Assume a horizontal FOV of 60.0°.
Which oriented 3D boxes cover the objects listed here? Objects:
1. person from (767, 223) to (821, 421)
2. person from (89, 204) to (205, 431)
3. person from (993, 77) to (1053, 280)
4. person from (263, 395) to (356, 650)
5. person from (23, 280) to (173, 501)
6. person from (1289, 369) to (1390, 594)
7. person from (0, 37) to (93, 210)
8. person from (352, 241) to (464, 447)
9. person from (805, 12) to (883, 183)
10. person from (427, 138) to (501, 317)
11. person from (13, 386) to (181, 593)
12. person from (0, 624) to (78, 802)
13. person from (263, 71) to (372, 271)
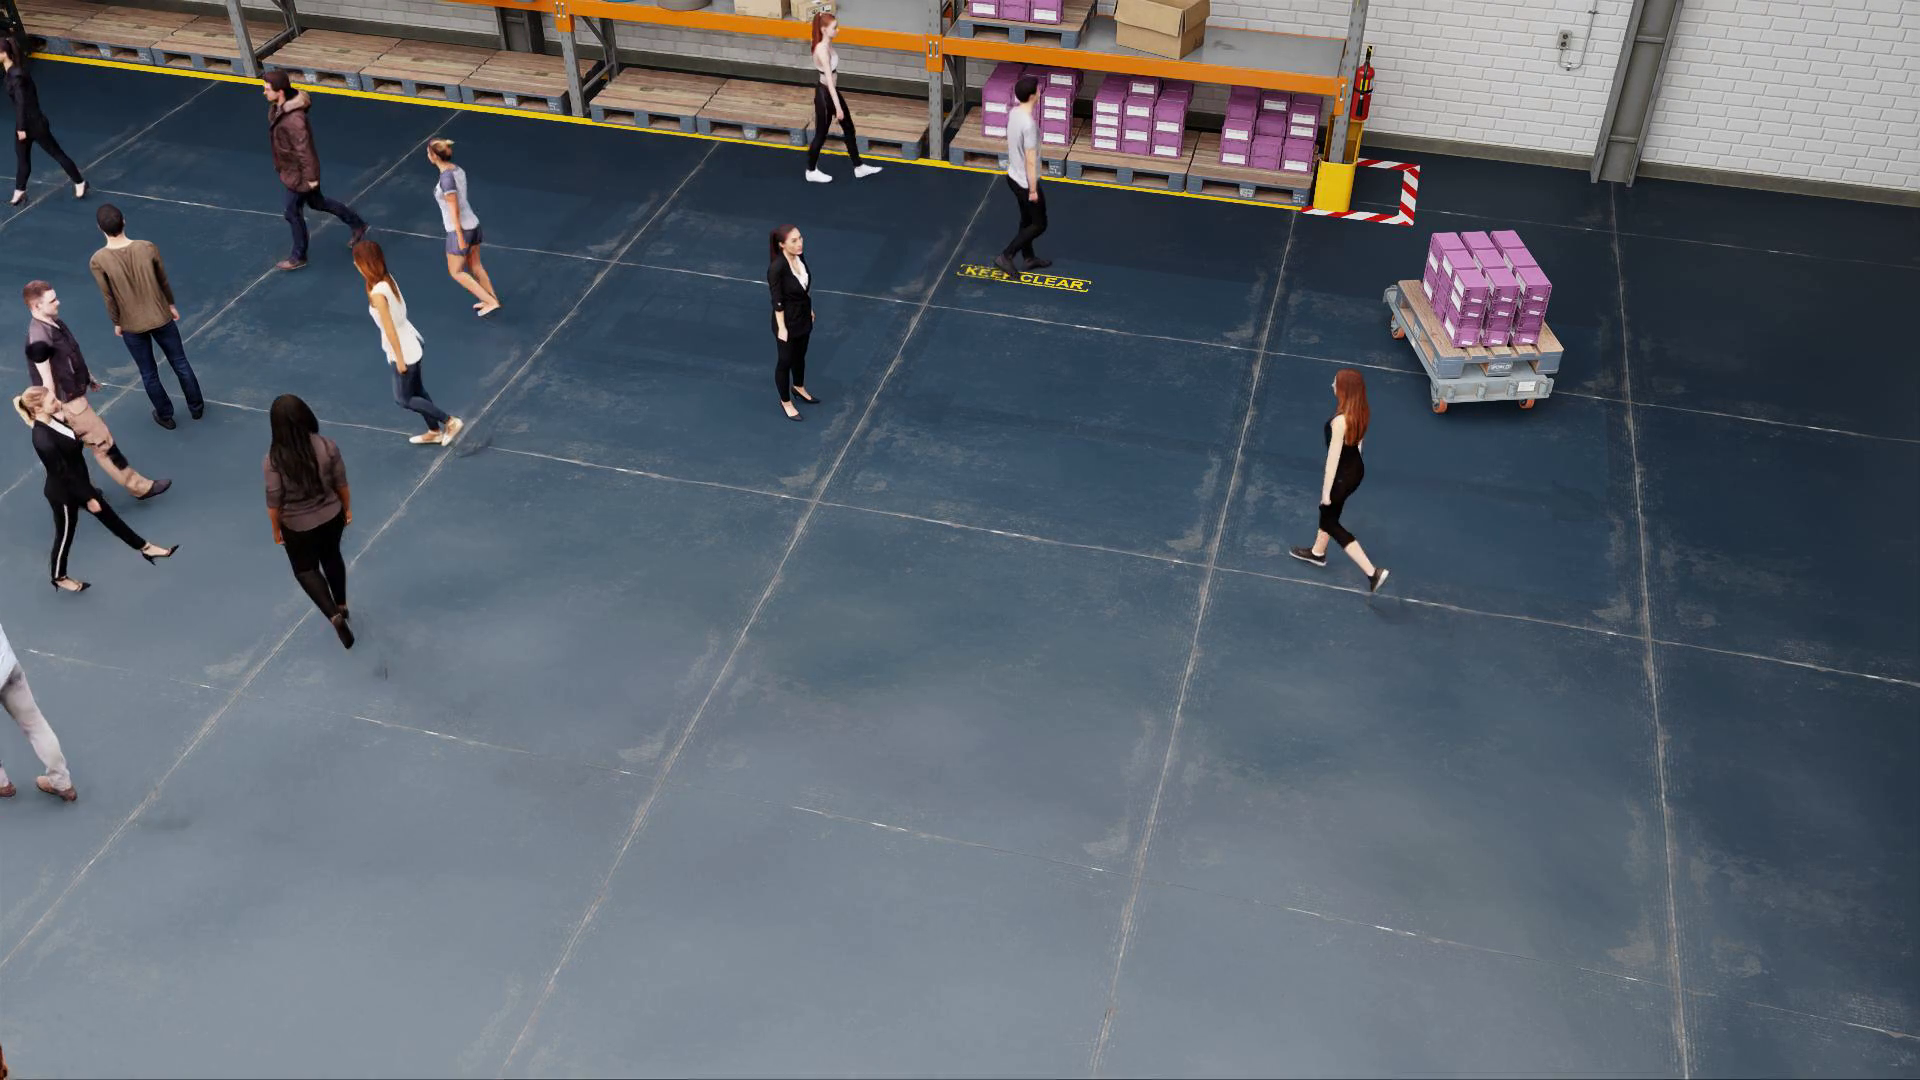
[{"bbox_3d":[-1.320,-1.731,13.035,0.617,1.662,0.646,18,42,21],"label":"person"},{"bbox_3d":[-6.294,-1.719,12.839,0.736,1.887,0.767,-26,45,-28],"label":"person"},{"bbox_3d":[0.524,-3.159,14.668,1.004,1.855,0.925,-9,40,-11],"label":"person"},{"bbox_3d":[-4.159,-0.058,10.821,1.007,1.810,1.096,-29,47,-31],"label":"person"},{"bbox_3d":[-6.572,-1.014,12.024,1.190,1.802,1.038,-9,40,-11],"label":"person"},{"bbox_3d":[2.676,-0.370,11.303,1.124,1.697,0.885,29,47,31],"label":"person"},{"bbox_3d":[-8.727,-3.966,15.824,1.050,1.673,1.031,-23,44,-26],"label":"person"},{"bbox_3d":[-4.122,-1.443,12.595,0.882,1.761,0.786,-6,39,-8],"label":"person"},{"bbox_3d":[-1.377,-4.266,16.164,1.030,1.718,0.707,3,39,4],"label":"person"},{"bbox_3d":[-4.214,-2.648,14.232,0.705,1.600,0.636,-1,39,-1],"label":"person"},{"bbox_3d":[-6.102,-0.275,11.217,1.155,1.655,1.011,-14,41,-17],"label":"person"},{"bbox_3d":[-5.574,0.832,9.671,0.920,1.855,0.708,14,41,17],"label":"person"},{"bbox_3d":[-5.844,-3.344,14.934,1.274,1.812,1.212,-19,43,-23],"label":"person"}]
